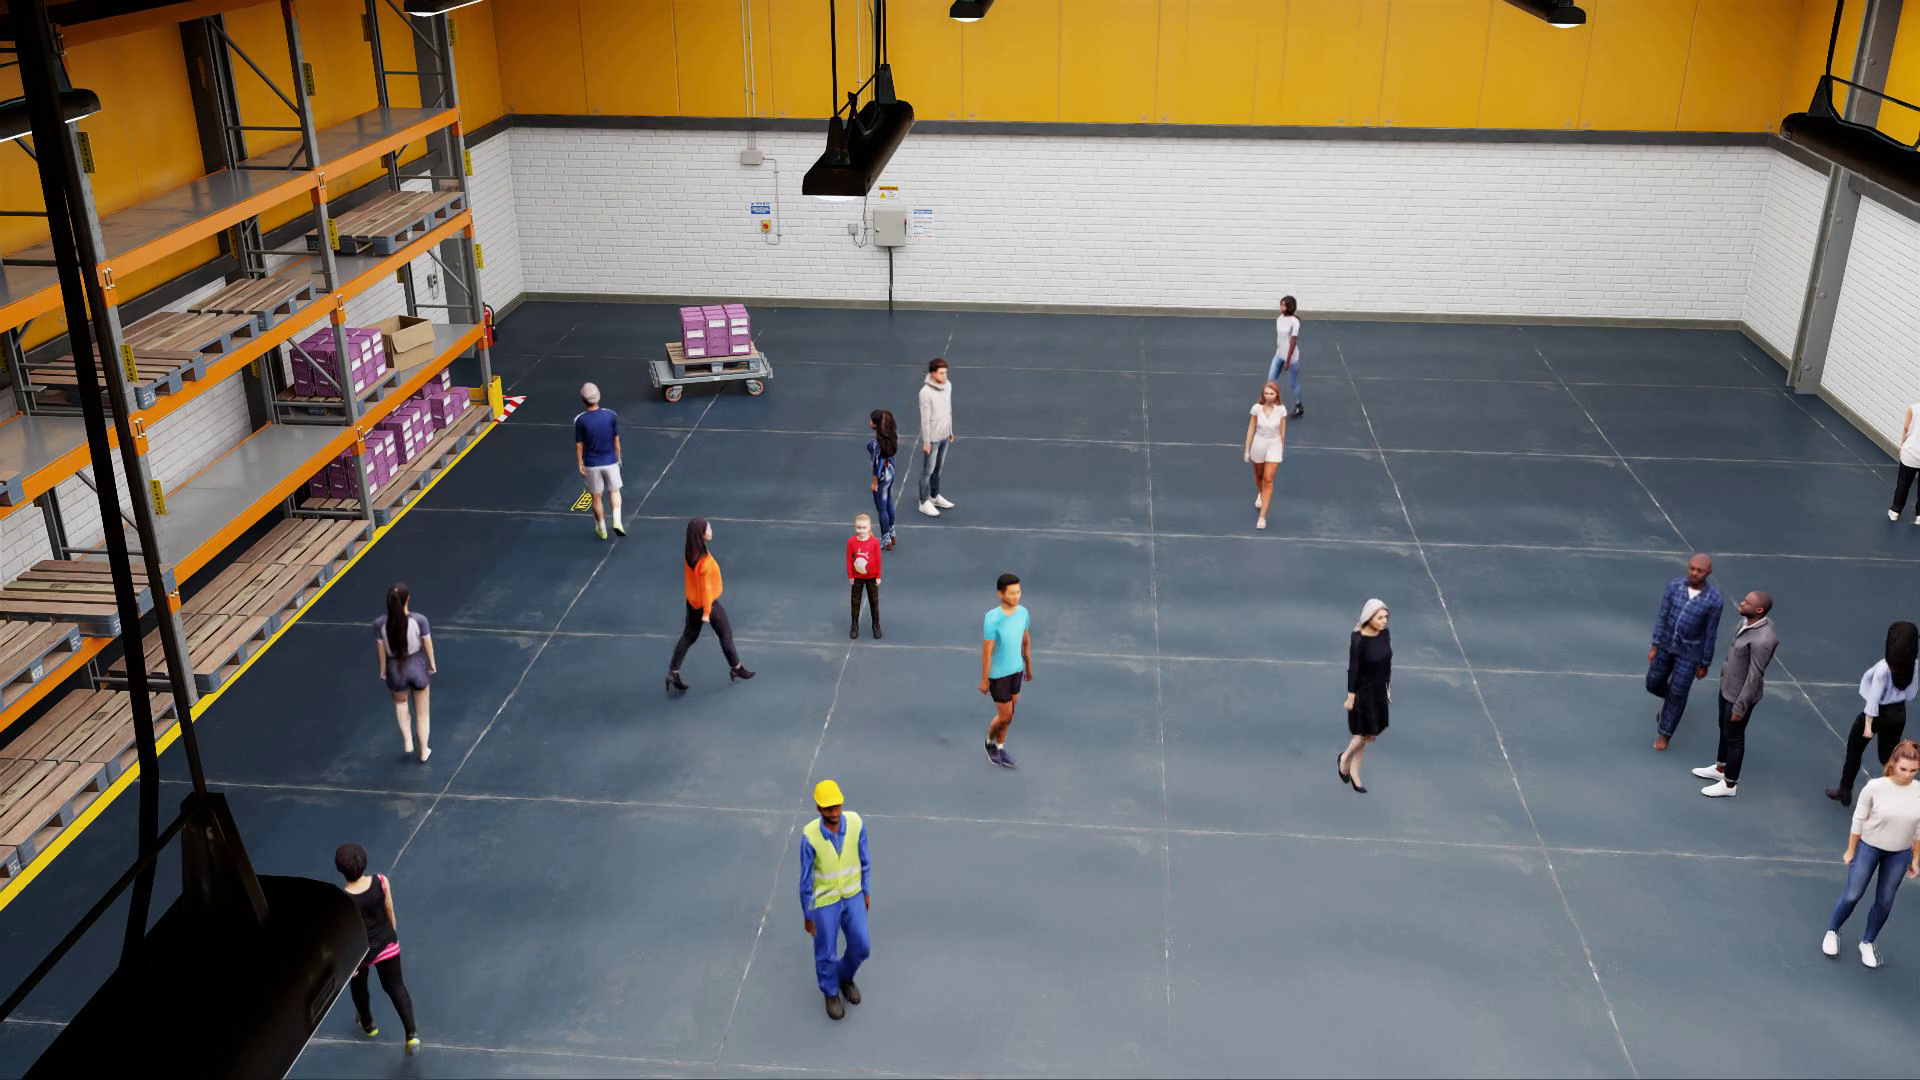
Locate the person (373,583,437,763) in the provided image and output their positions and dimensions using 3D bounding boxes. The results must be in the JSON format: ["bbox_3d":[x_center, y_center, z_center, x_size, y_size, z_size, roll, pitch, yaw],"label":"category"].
[{"bbox_3d":[-4.653,1.157,13.986,0.663,1.636,0.651,-4,24,-10],"label":"person"}]

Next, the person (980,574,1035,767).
[{"bbox_3d":[0.311,1.085,13.987,0.747,1.766,0.816,-20,31,-39],"label":"person"}]

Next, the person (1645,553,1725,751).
[{"bbox_3d":[6.232,0.910,14.338,0.930,1.806,1.011,20,31,39],"label":"person"}]

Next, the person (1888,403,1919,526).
[{"bbox_3d":[10.932,-1.014,18.887,0.747,1.688,0.751,13,27,28],"label":"person"}]

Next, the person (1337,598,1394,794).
[{"bbox_3d":[3.277,1.247,13.654,0.777,1.736,0.838,-17,29,-34],"label":"person"}]

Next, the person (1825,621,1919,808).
[{"bbox_3d":[7.365,1.489,13.129,0.952,1.713,1.181,-9,25,-20],"label":"person"}]

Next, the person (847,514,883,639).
[{"bbox_3d":[-0.934,0.342,16.293,0.502,1.280,0.502,-1,24,-2],"label":"person"}]

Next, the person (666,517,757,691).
[{"bbox_3d":[-2.421,0.616,15.128,1.099,1.711,1.109,-14,27,-29],"label":"person"}]

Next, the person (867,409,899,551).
[{"bbox_3d":[-0.850,-0.673,18.192,0.725,1.619,0.564,8,25,17],"label":"person"}]

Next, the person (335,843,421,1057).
[{"bbox_3d":[-3.761,2.650,10.705,0.926,1.528,1.013,-17,29,-34],"label":"person"}]

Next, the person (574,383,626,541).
[{"bbox_3d":[-3.935,-0.827,18.284,0.863,1.828,0.982,-9,25,-20],"label":"person"}]

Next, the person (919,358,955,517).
[{"bbox_3d":[-0.287,-1.216,19.144,0.821,1.851,0.693,16,28,31],"label":"person"}]

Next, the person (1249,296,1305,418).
[{"bbox_3d":[4.386,-2.380,22.023,1.090,1.678,1.119,-14,27,-29],"label":"person"}]

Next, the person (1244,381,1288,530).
[{"bbox_3d":[3.497,-1.038,18.983,0.747,1.654,1.192,7,25,16],"label":"person"}]

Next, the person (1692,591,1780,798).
[{"bbox_3d":[6.372,1.239,13.570,0.794,1.818,0.566,5,24,11],"label":"person"}]

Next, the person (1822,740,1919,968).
[{"bbox_3d":[6.415,2.162,11.581,0.656,1.720,0.588,7,25,15],"label":"person"}]

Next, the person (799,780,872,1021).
[{"bbox_3d":[-0.856,2.338,11.074,0.802,1.803,0.825,-11,26,-24],"label":"person"}]
